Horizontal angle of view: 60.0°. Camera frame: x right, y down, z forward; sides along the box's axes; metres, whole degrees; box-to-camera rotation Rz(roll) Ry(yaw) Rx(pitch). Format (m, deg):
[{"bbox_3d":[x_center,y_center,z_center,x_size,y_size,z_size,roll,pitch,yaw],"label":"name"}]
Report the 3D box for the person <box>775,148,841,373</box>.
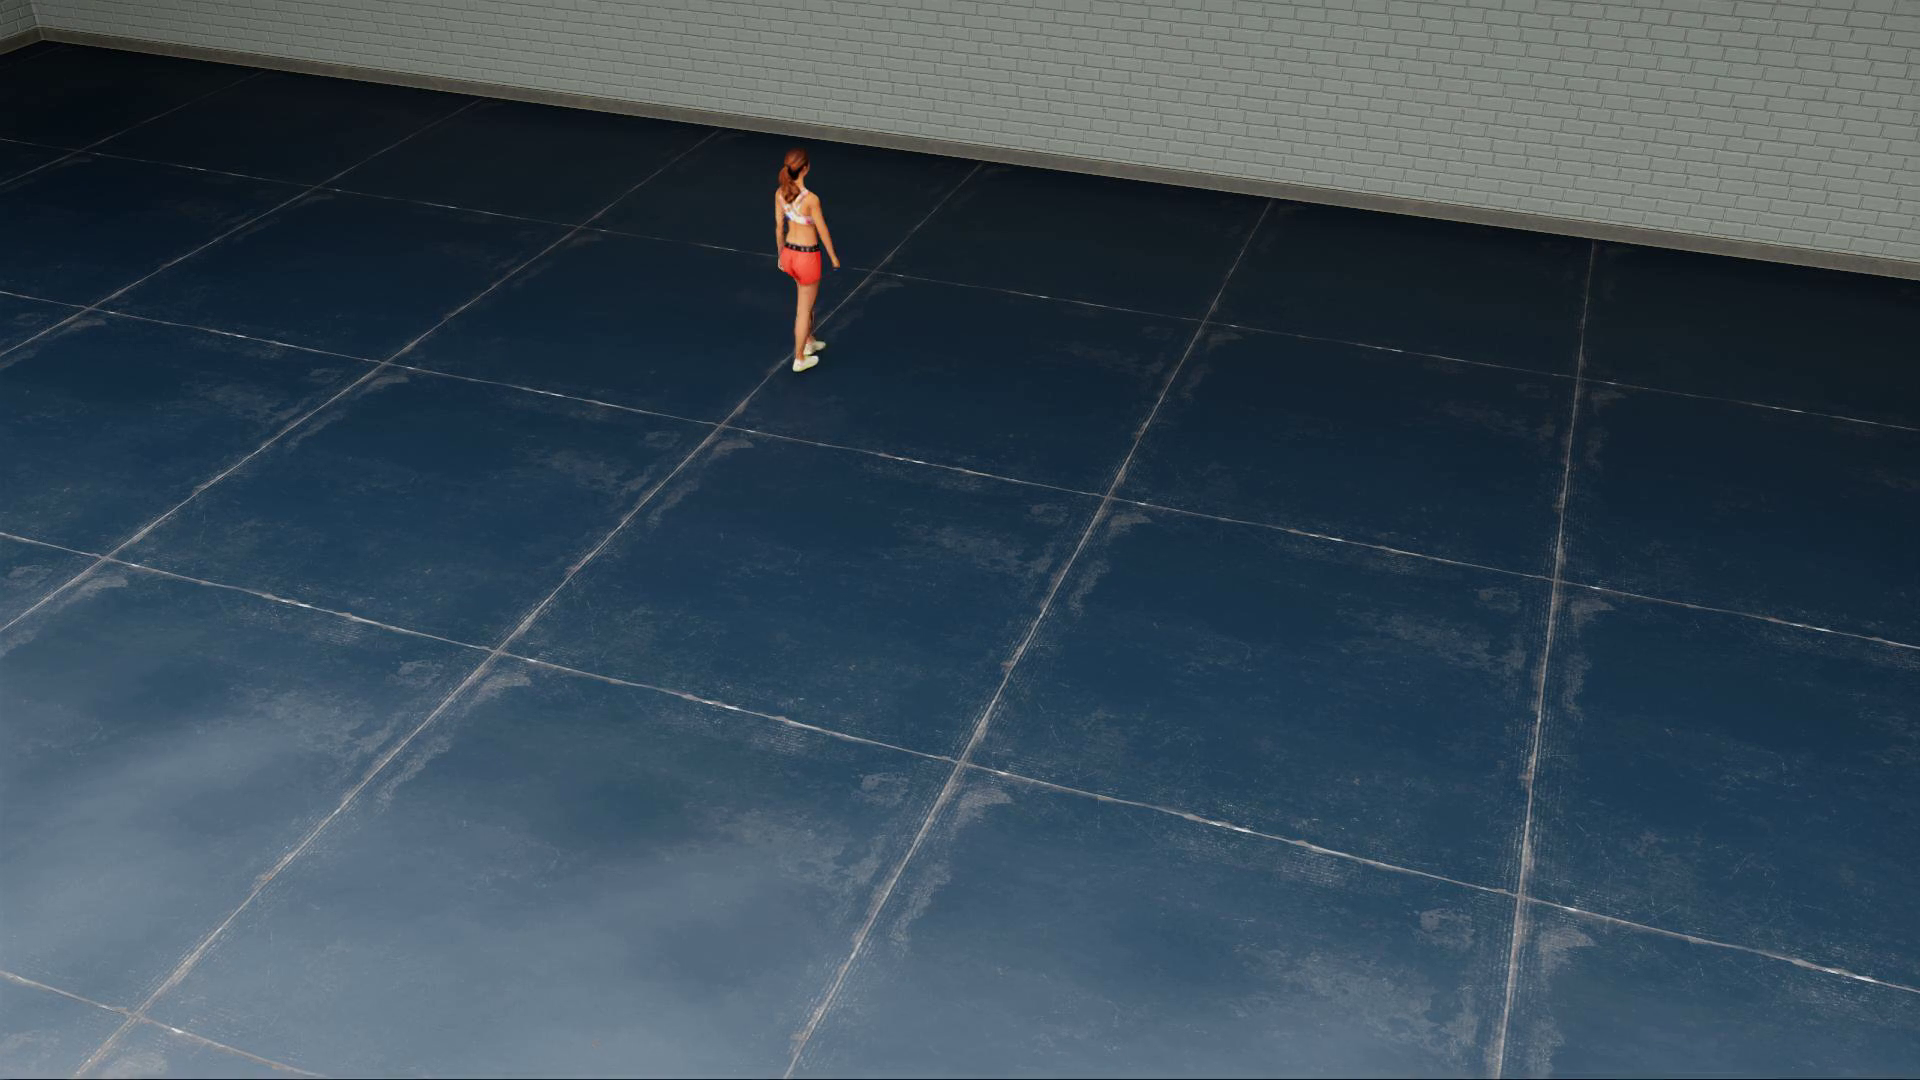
[{"bbox_3d":[-1.250,-2.097,12.727,0.702,1.777,0.797,23,40,31],"label":"person"}]
